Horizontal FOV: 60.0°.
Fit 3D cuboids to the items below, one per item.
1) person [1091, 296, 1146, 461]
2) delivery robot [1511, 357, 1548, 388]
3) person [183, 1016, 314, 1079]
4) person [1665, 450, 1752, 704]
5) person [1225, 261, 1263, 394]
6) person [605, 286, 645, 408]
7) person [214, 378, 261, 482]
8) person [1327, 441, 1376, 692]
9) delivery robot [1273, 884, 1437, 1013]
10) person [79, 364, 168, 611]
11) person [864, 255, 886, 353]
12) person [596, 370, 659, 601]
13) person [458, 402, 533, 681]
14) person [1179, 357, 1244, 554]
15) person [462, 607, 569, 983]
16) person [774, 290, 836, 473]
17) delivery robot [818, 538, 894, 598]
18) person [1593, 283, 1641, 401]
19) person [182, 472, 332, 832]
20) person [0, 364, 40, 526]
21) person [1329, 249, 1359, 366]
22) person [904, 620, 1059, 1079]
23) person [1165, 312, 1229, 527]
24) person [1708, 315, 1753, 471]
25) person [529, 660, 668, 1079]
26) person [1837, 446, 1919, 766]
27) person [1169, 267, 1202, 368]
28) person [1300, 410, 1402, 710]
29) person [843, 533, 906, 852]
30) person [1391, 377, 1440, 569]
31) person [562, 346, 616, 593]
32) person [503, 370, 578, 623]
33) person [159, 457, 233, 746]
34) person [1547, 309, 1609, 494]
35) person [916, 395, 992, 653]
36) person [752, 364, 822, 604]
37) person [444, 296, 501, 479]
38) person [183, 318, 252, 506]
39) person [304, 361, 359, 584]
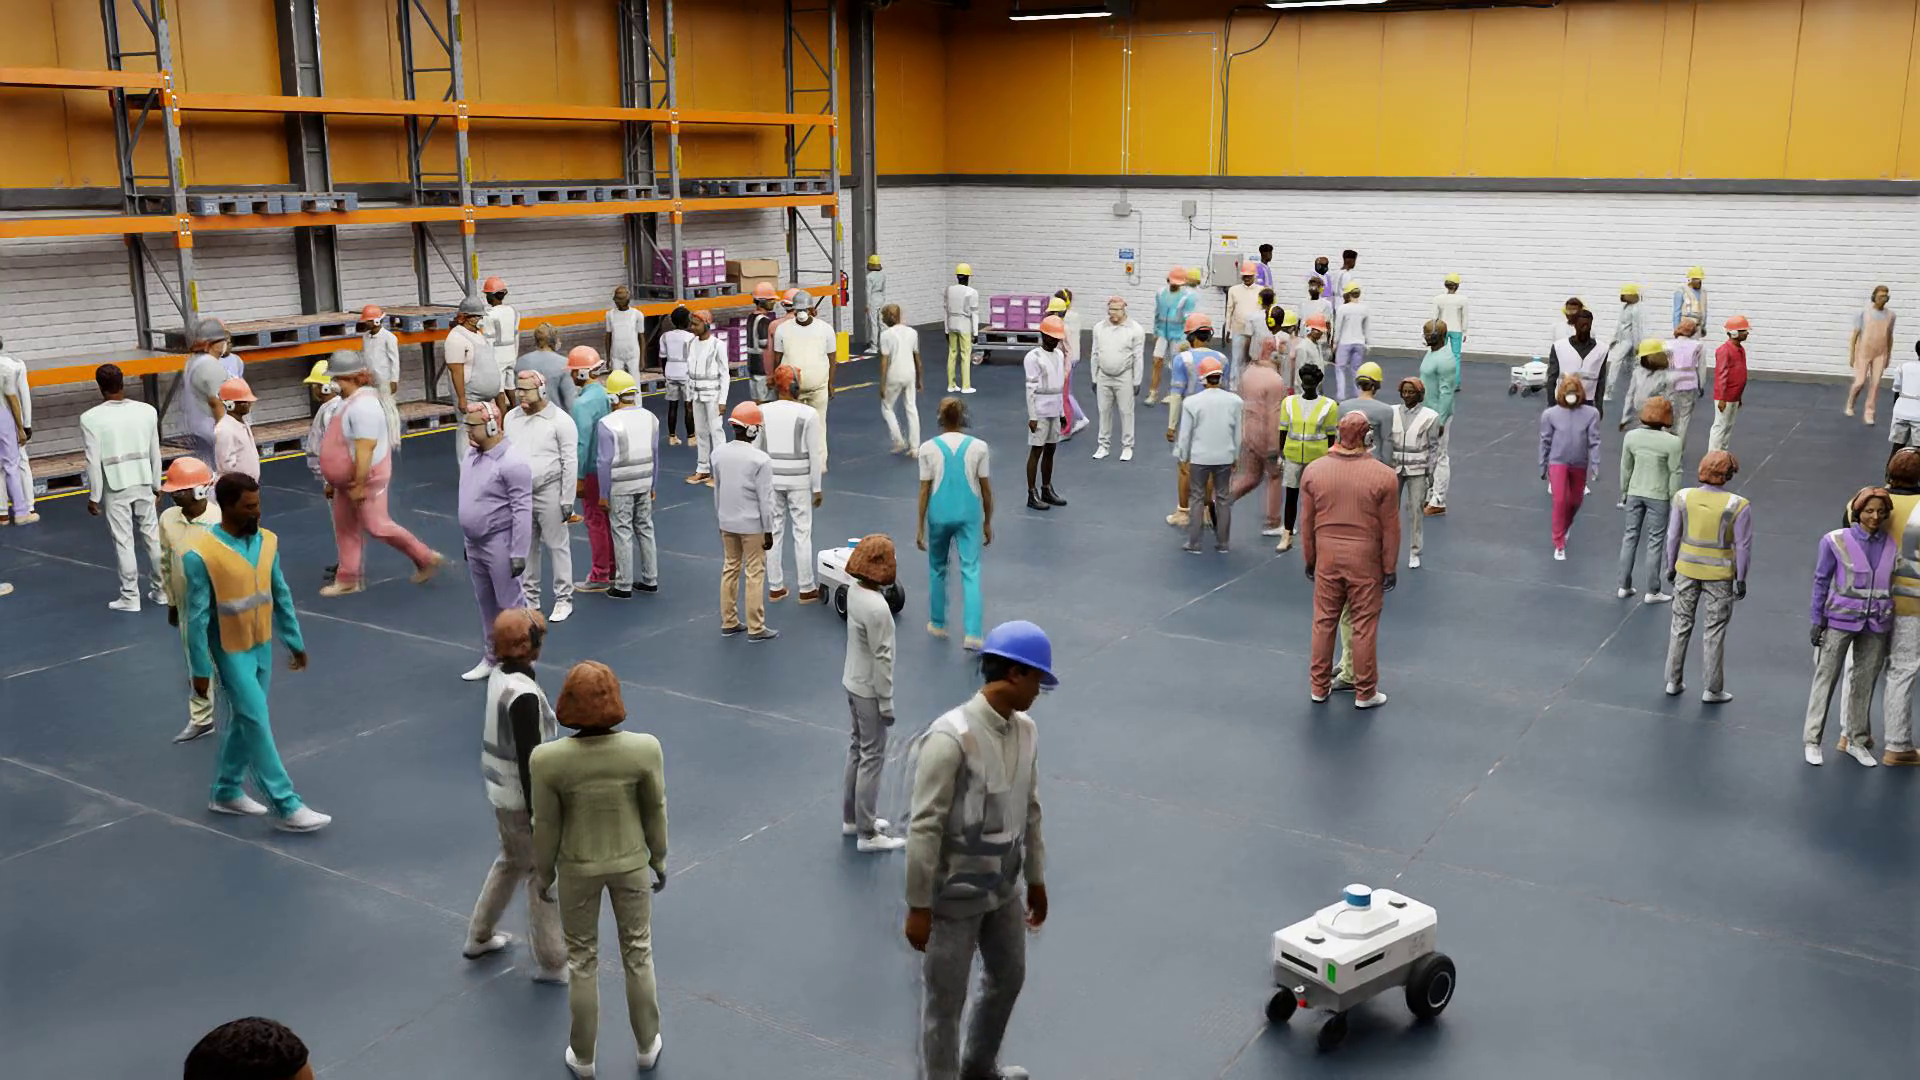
[{"bbox_3d":[1.803,-1.861,19.202,0.644,1.901,0.400,6,14,25],"label":"person"},{"bbox_3d":[8.464,-2.445,24.462,0.707,0.478,0.477,-6,14,-26],"label":"delivery robot"},{"bbox_3d":[-1.326,1.810,3.223,0.392,1.920,0.592,-1,13,-4],"label":"person"},{"bbox_3d":[4.787,0.233,10.674,0.307,1.638,0.525,-12,17,-41],"label":"person"},{"bbox_3d":[4.142,-3.028,24.045,0.623,1.989,0.400,3,13,15],"label":"person"},{"bbox_3d":[-4.302,-2.343,21.404,0.508,1.841,0.332,1,13,3],"label":"person"},{"bbox_3d":[-5.707,-0.417,13.245,0.343,1.749,0.573,-2,13,-10],"label":"person"},{"bbox_3d":[2.540,0.119,10.911,0.326,1.753,0.572,4,13,16],"label":"person"},{"bbox_3d":[1.604,1.639,6.745,0.707,0.478,0.477,-10,16,-37],"label":"delivery robot"},{"bbox_3d":[-6.425,-0.399,12.819,0.399,1.913,0.590,9,16,35],"label":"person"},{"bbox_3d":[-1.525,-4.228,29.793,0.287,1.746,0.487,11,17,39],"label":"person"},{"bbox_3d":[-2.632,-0.430,13.163,0.405,1.824,0.585,9,16,34],"label":"person"},{"bbox_3d":[-3.080,0.038,10.934,0.654,1.906,0.408,11,17,40],"label":"person"},{"bbox_3d":[2.208,-0.749,14.719,0.560,1.741,0.361,-2,13,-7],"label":"person"},{"bbox_3d":[-1.876,1.093,7.032,0.420,1.630,0.570,-6,14,-25],"label":"person"},{"bbox_3d":[-1.708,-1.735,18.334,0.688,2.000,0.536,-1,13,-3],"label":"person"},{"bbox_3d":[-0.813,0.232,12.851,0.477,0.478,0.707,-8,15,-31],"label":"delivery robot"},{"bbox_3d":[9.637,-2.843,23.890,0.889,1.700,0.495,1,13,4],"label":"person"},{"bbox_3d":[-3.649,0.576,8.647,0.827,1.880,0.616,4,13,15],"label":"person"},{"bbox_3d":[-9.129,-1.048,15.777,0.506,1.847,0.345,1,13,3],"label":"person"},{"bbox_3d":[6.461,-3.891,27.905,0.415,1.948,0.613,0,13,-2],"label":"person"},{"bbox_3d":[0.035,1.231,5.811,0.389,1.897,0.706,10,17,38],"label":"person"},{"bbox_3d":[2.231,-1.132,15.758,0.615,2.028,0.409,-7,15,-26],"label":"person"},{"bbox_3d":[8.539,-1.616,18.434,0.321,1.755,0.563,12,17,41],"label":"person"},{"bbox_3d":[-1.352,1.245,6.292,0.503,1.636,0.277,-4,14,-17],"label":"person"},{"bbox_3d":[5.398,0.376,9.606,0.430,1.847,0.619,-6,14,-26],"label":"person"},{"bbox_3d":[3.704,-3.569,27.003,0.470,1.737,0.524,2,13,9],"label":"person"},{"bbox_3d":[2.477,0.125,10.549,0.641,1.912,0.410,8,15,30],"label":"person"},{"bbox_3d":[-0.447,0.764,8.406,0.279,1.625,0.493,-4,14,-16],"label":"person"},{"bbox_3d":[3.811,-0.580,14.196,0.514,1.642,0.310,7,15,29],"label":"person"},{"bbox_3d":[-2.958,-0.569,13.399,0.406,1.986,0.616,2,13,10],"label":"person"},{"bbox_3d":[-3.189,-0.332,12.540,0.641,1.908,0.407,5,14,20],"label":"person"},{"bbox_3d":[-4.482,0.364,9.863,0.564,1.748,0.339,3,13,13],"label":"person"},{"bbox_3d":[6.409,-1.441,17.319,0.592,1.922,0.392,1,13,4],"label":"person"},{"bbox_3d":[-0.029,-0.101,11.804,0.551,1.802,0.857,-1,13,-5],"label":"person"},{"bbox_3d":[-1.344,-0.433,13.027,0.575,1.885,0.359,4,14,18],"label":"person"},{"bbox_3d":[-5.137,-1.581,17.662,0.535,2.000,0.679,2,13,8],"label":"person"},{"bbox_3d":[-6.775,-1.025,15.251,0.536,2.000,0.703,-12,18,-42],"label":"person"},{"bbox_3d":[-5.158,-0.562,13.692,0.403,1.837,0.588,-4,13,-15],"label":"person"}]
